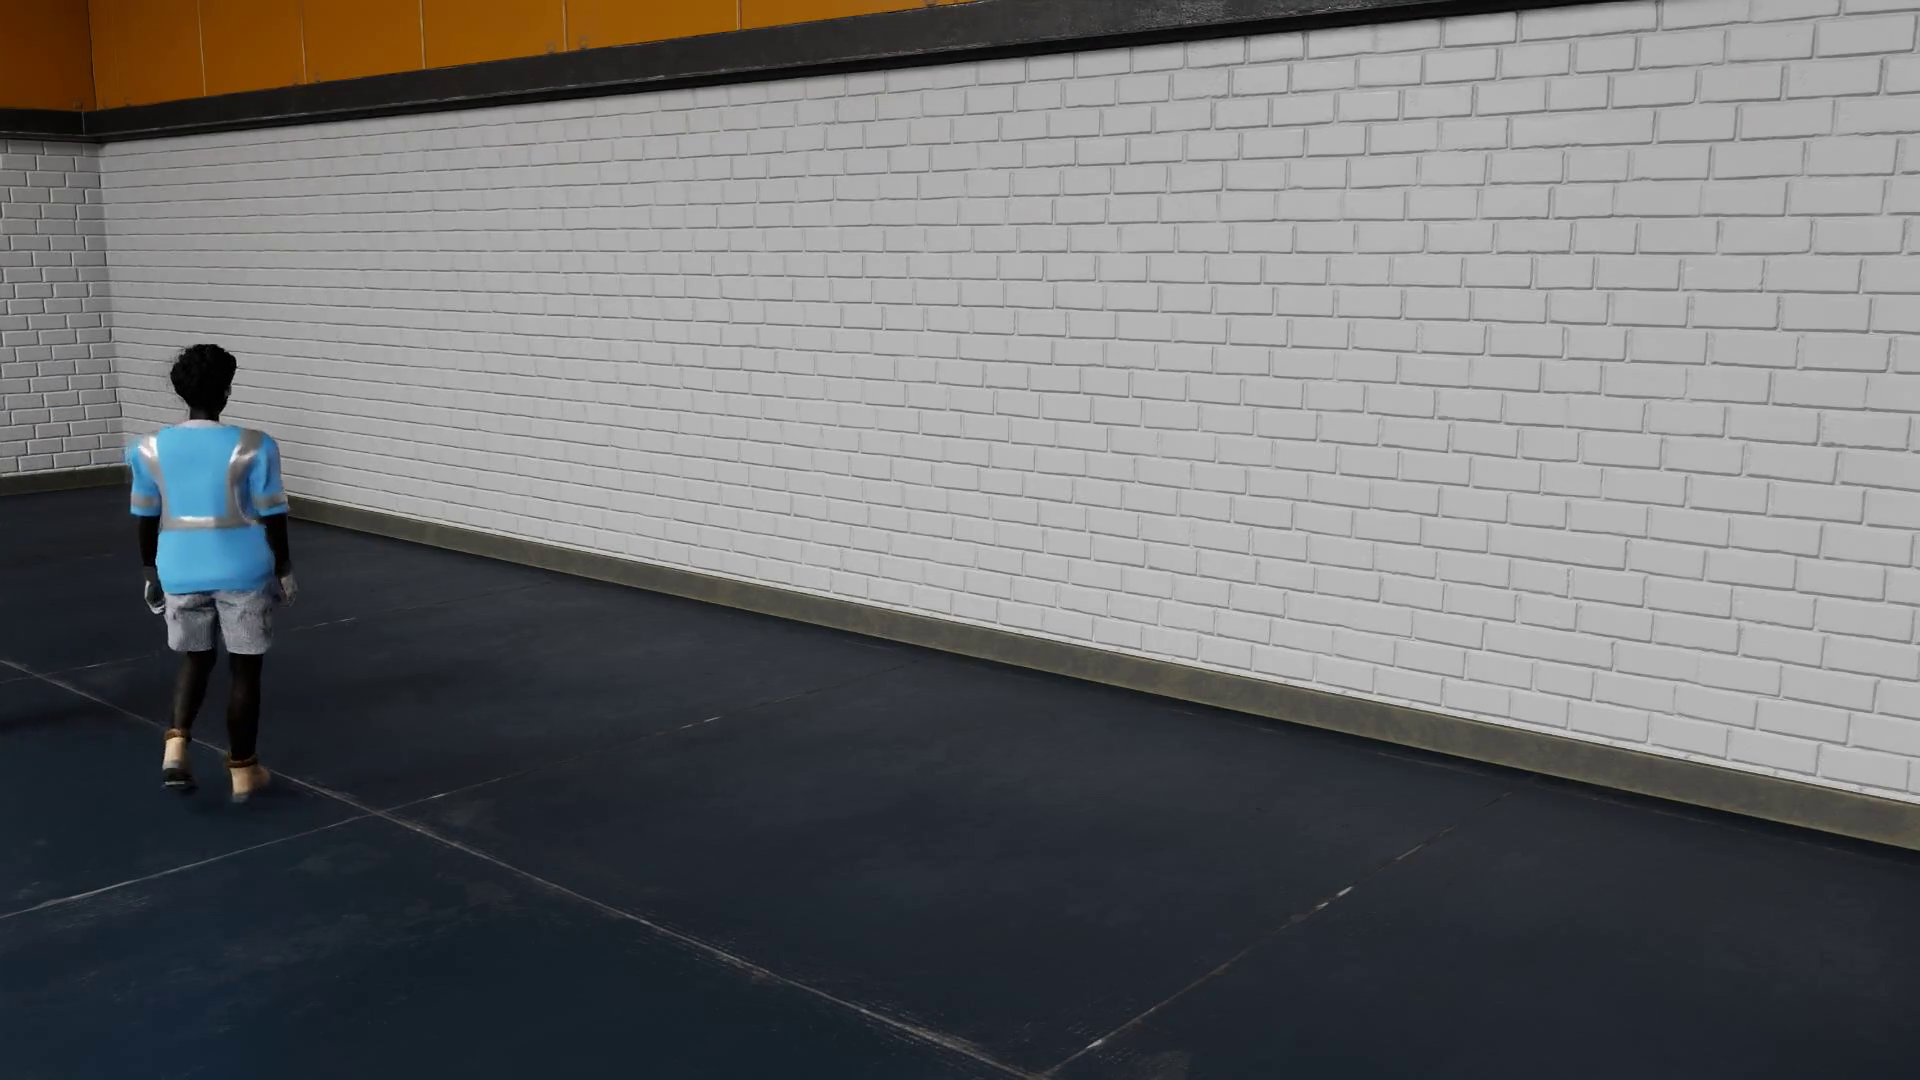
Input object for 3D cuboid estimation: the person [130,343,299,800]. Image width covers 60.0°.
[{"bbox_3d":[-2.691,0.136,6.022,0.534,1.684,0.391,0,10,0],"label":"person"}]
